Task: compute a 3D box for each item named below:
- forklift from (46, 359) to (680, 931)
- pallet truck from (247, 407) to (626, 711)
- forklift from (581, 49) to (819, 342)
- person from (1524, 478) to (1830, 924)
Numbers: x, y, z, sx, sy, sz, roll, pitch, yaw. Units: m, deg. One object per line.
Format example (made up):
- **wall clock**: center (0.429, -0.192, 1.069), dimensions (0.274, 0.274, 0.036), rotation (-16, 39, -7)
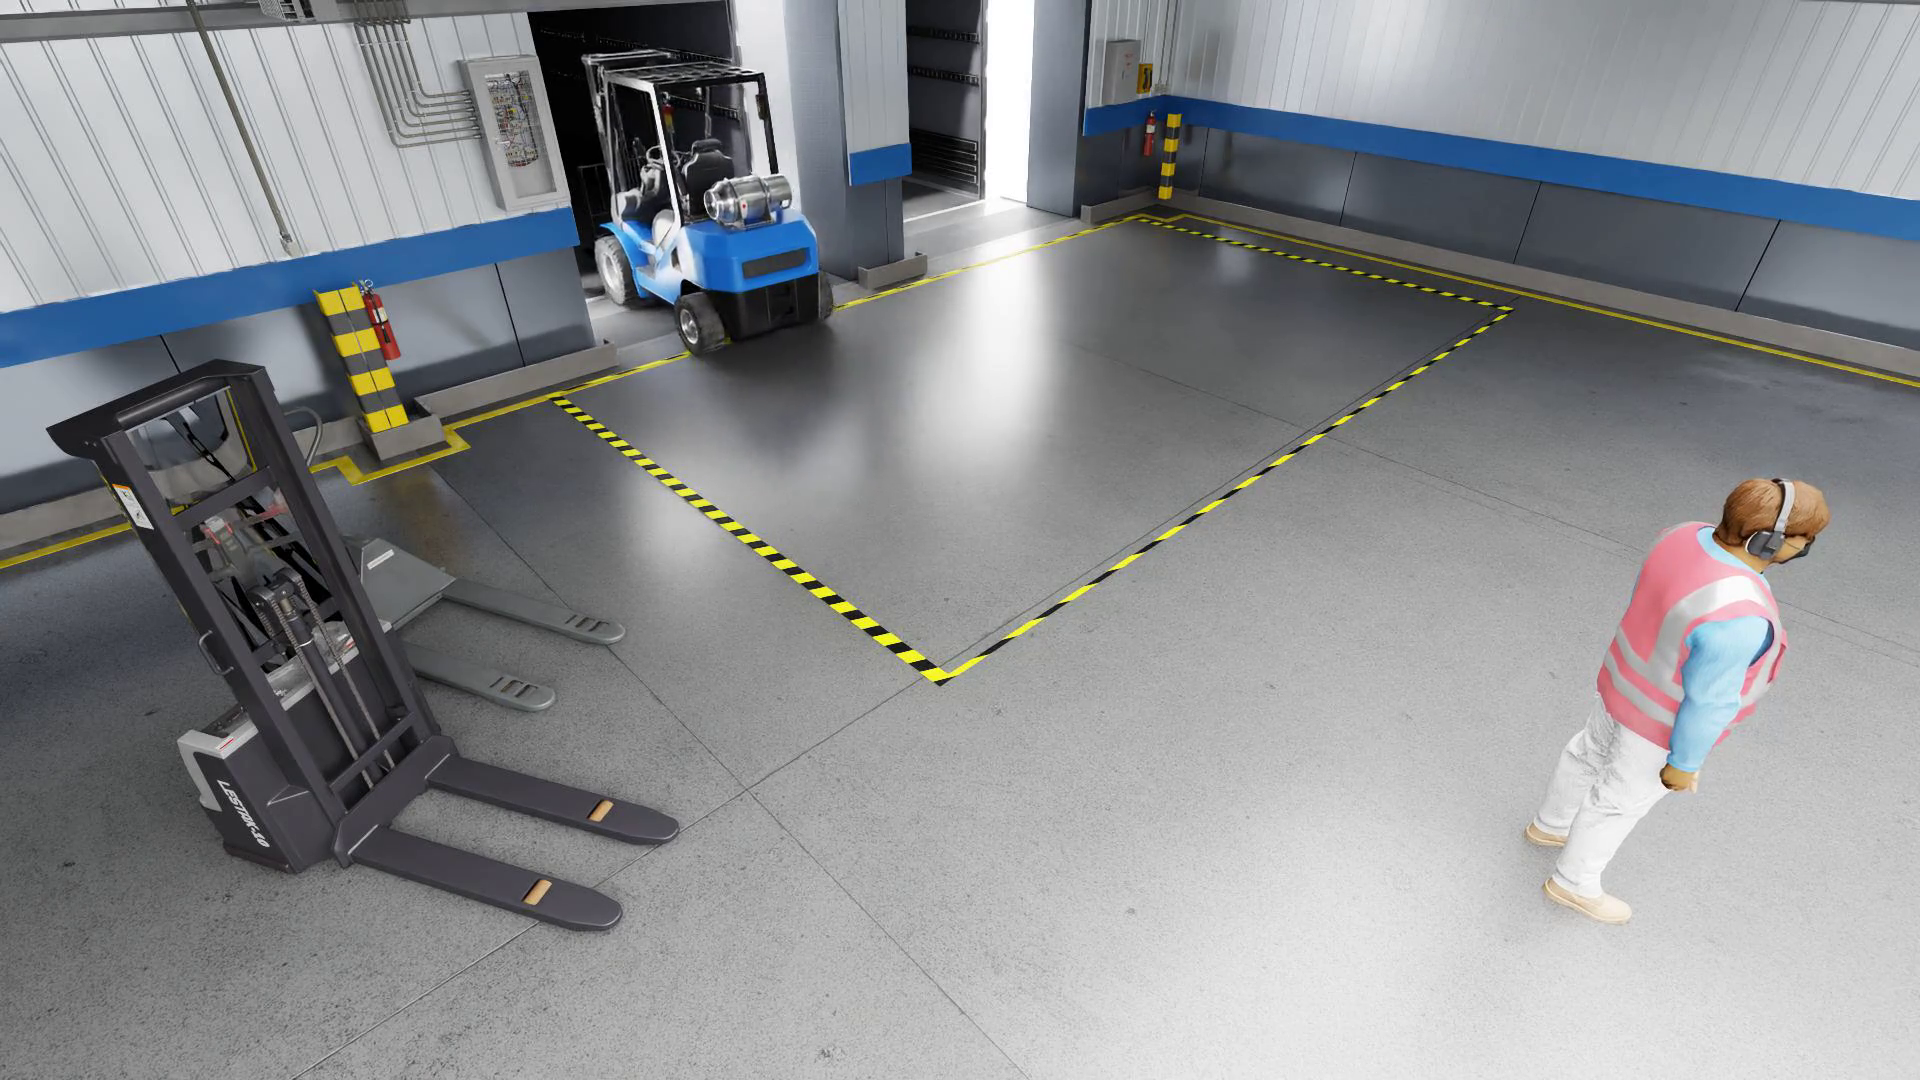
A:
- **forklift**: center (-2.135, 0.422, 3.354), dimensions (1.885, 1.965, 0.823), rotation (10, 35, 14)
- **pallet truck**: center (-2.628, 0.038, 4.590), dimensions (1.601, 1.201, 0.680), rotation (12, 36, 18)
- **forklift**: center (-2.415, -3.206, 8.343), dimensions (1.157, 2.036, 2.680), rotation (-26, 42, -33)
- **person**: center (2.482, 0.592, 3.240), dimensions (0.429, 1.844, 0.626), rotation (9, 35, 13)
